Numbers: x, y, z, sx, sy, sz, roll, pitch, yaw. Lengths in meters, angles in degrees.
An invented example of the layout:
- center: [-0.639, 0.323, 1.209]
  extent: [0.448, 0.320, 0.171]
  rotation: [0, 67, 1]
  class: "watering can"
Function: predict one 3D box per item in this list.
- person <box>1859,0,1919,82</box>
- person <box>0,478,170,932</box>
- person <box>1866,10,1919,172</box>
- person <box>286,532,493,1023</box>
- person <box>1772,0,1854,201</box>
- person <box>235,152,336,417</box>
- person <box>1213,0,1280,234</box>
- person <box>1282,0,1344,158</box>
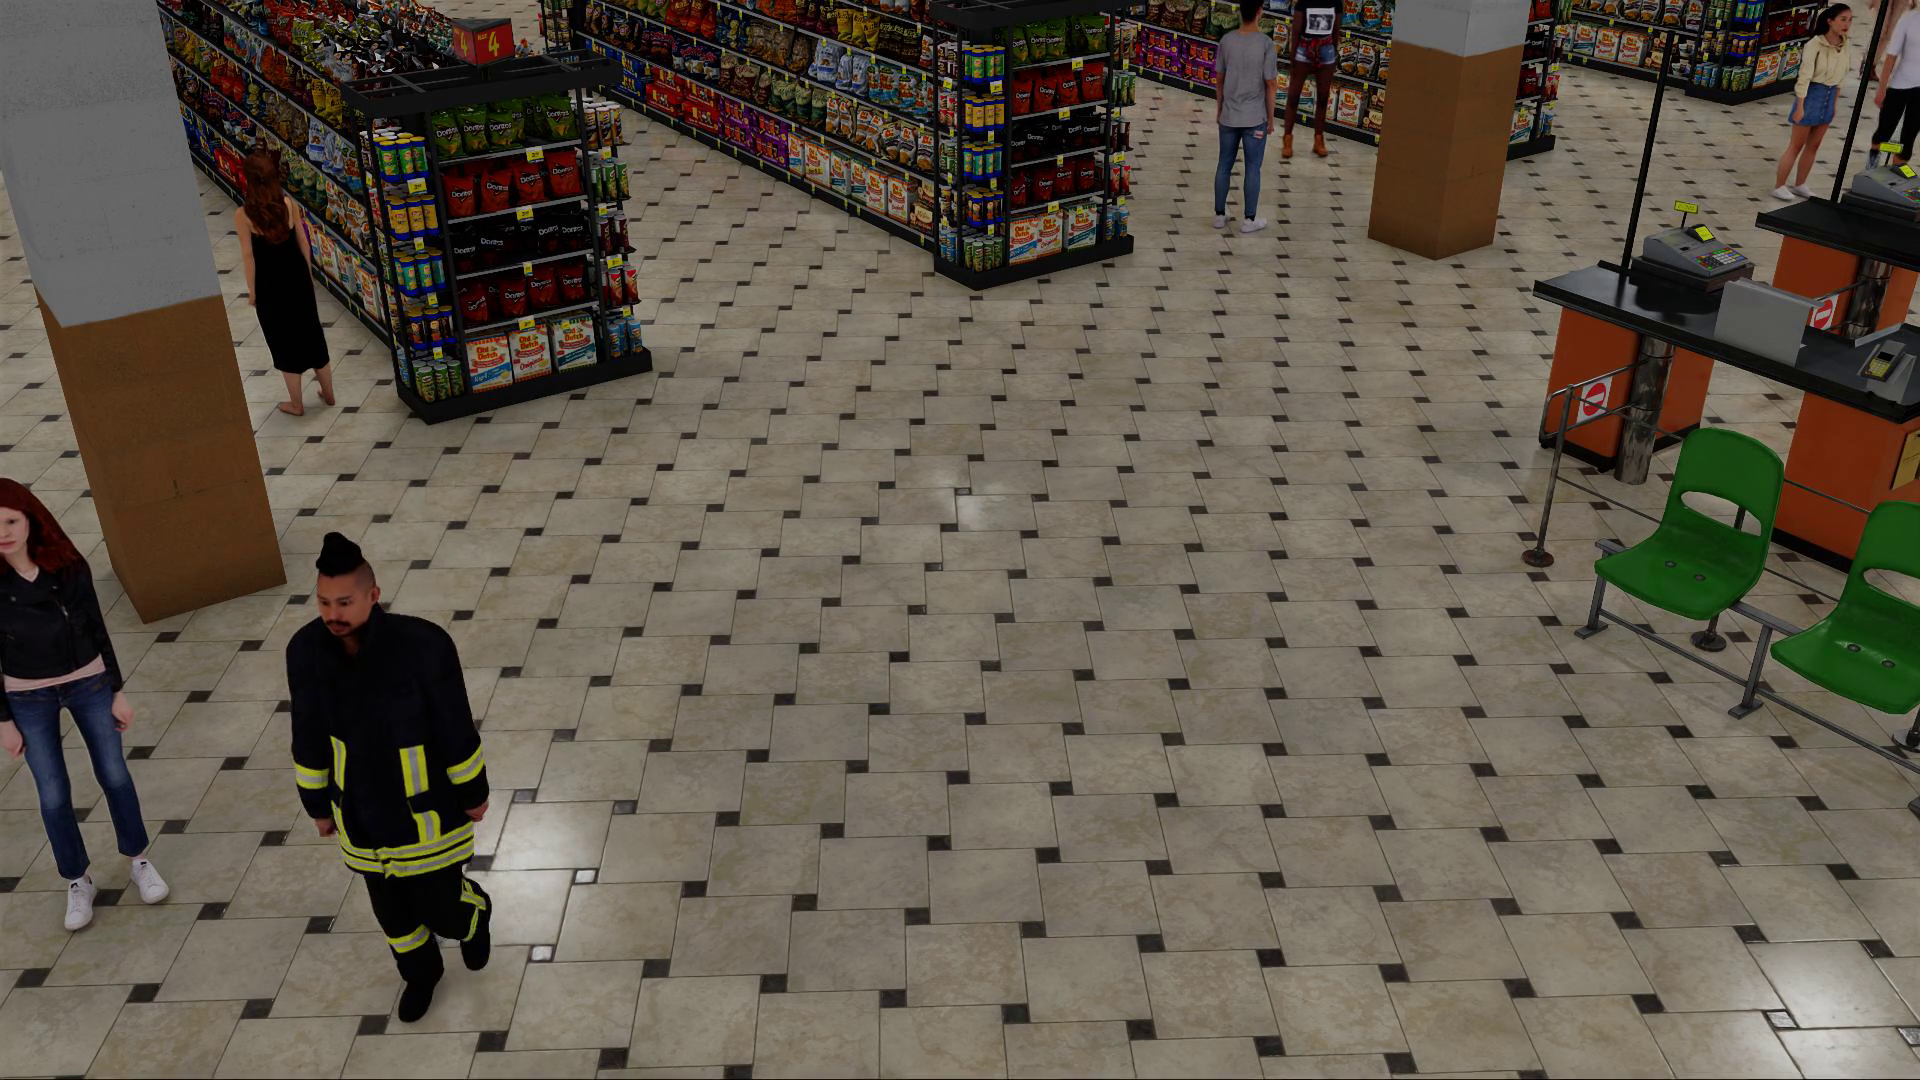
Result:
- center: [9.906, -5.804, 17.724]
  extent: [0.726, 1.766, 0.772]
  rotation: [1, 29, 1]
  class: "person"
- center: [-3.230, 0.590, 5.991]
  extent: [0.581, 1.787, 0.518]
  rotation: [-17, 33, -28]
  class: "person"
- center: [7.999, -3.814, 14.012]
  extent: [1.099, 1.831, 1.090]
  rotation: [9, 30, 17]
  class: "person"
- center: [-1.861, 0.769, 5.595]
  extent: [0.949, 1.854, 0.998]
  rotation: [2, 29, 3]
  class: "person"
- center: [7.179, -3.675, 13.966]
  extent: [0.672, 1.631, 0.621]
  rotation: [-11, 31, -20]
  class: "person"
- center: [-4.095, -1.540, 10.063]
  extent: [0.600, 1.624, 0.600]
  rotation: [-24, 37, -37]
  class: "person"
- center: [2.250, -3.399, 13.193]
  extent: [0.657, 1.888, 0.809]
  rotation: [16, 33, 27]
  class: "person"
- center: [3.209, -4.354, 15.114]
  extent: [0.707, 1.722, 0.749]
  rotation: [0, 29, -1]
  class: "person"
